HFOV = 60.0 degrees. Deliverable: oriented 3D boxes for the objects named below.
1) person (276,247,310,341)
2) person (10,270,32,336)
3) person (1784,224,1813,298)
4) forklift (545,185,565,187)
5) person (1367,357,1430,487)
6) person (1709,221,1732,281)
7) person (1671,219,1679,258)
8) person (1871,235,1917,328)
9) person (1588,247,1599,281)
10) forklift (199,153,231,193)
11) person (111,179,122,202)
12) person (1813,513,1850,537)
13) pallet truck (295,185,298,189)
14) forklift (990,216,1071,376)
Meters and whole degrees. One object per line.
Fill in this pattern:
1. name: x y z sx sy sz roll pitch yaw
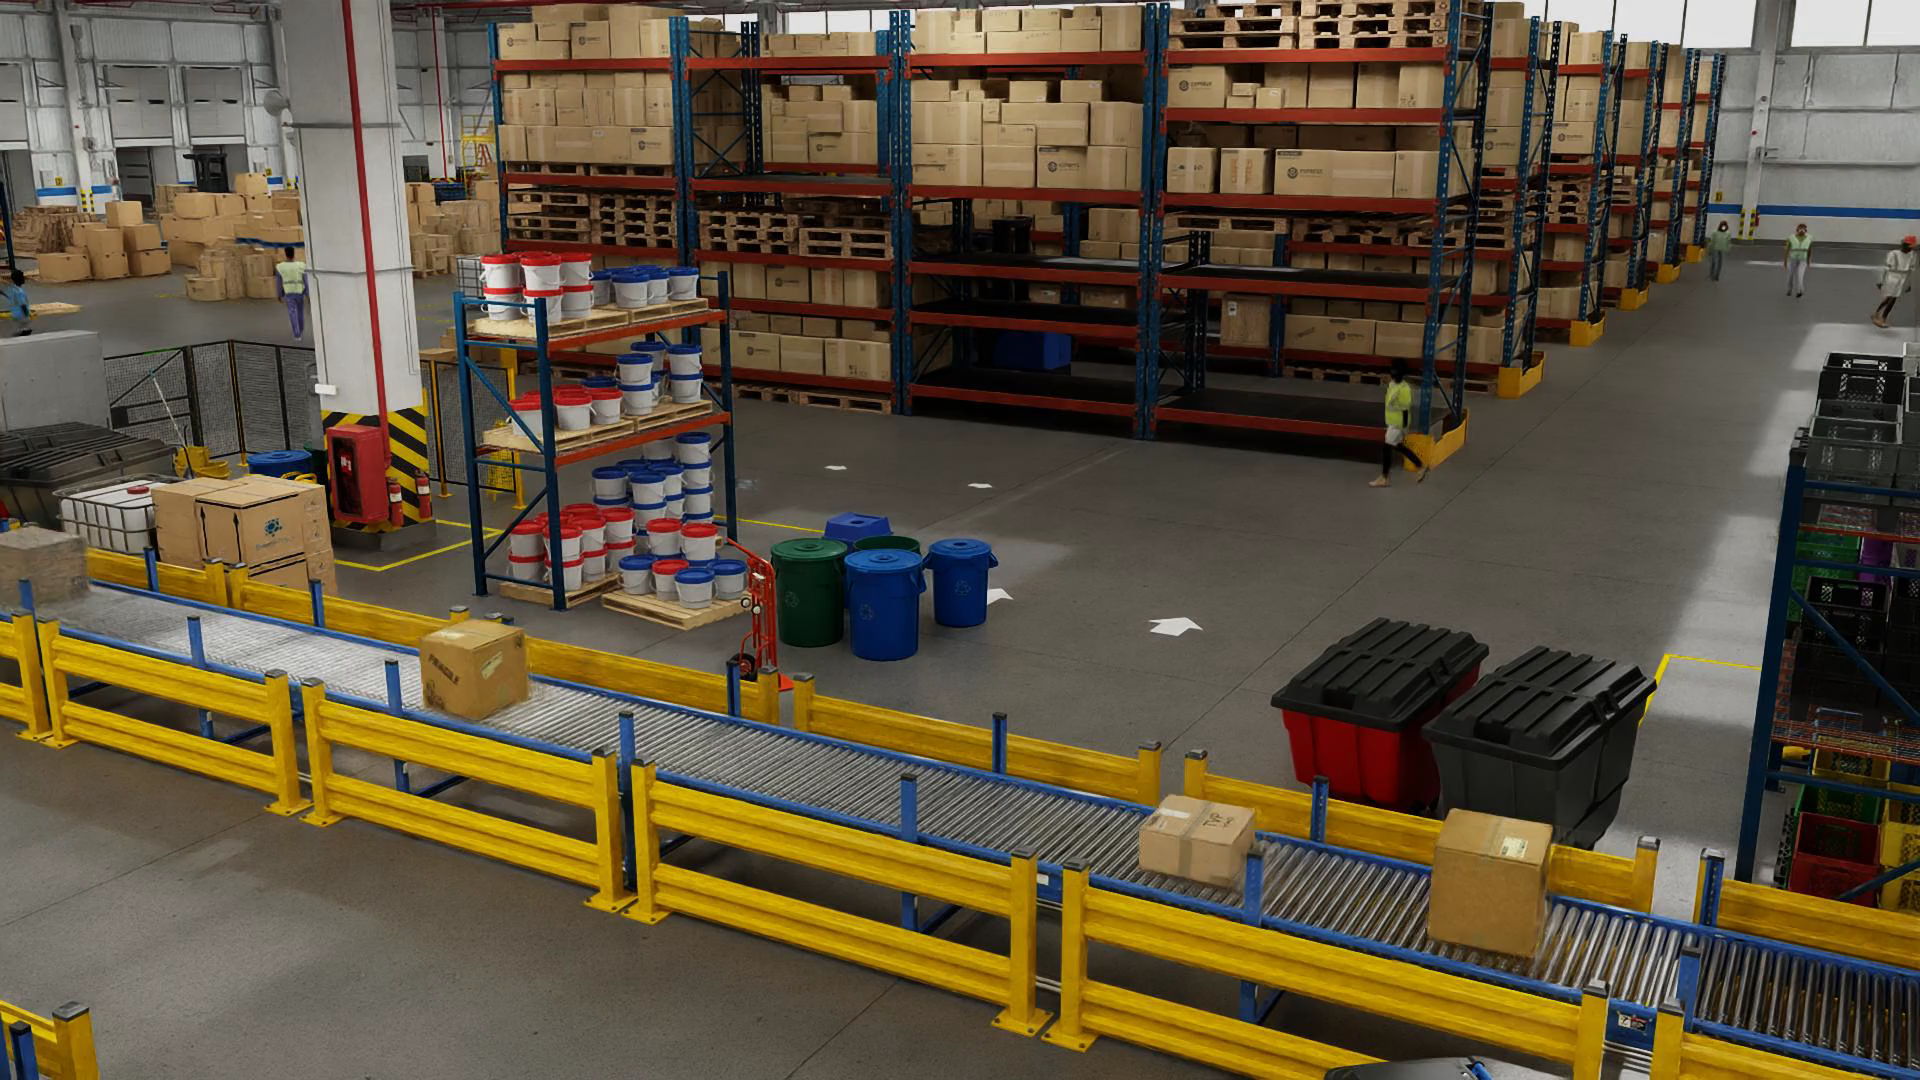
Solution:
1. person: -13.637 -5.048 34.013 0.614 1.862 0.987 -7 16 -24
2. person: -17.624 -4.224 31.255 0.379 1.684 0.556 -13 20 -41
3. person: 20.761 -6.927 41.229 0.599 1.790 1.001 5 16 18
4. forklift: -15.579 -13.559 64.071 1.873 2.768 1.129 6 16 22
5. person: 5.596 -1.491 21.012 0.769 1.672 0.526 0 15 0
6. person: 20.395 -7.746 44.610 0.513 1.614 0.545 4 15 13
7. person: 19.801 -8.425 46.612 0.593 1.920 0.391 14 21 43
8. person: 20.003 -5.510 35.481 0.628 1.999 0.547 -2 15 -9
9. person: 14.090 -5.817 37.410 0.460 1.601 0.519 -4 15 -14
10. forklift: -27.440 -12.865 61.464 1.873 2.768 1.129 8 17 28
11. person: -34.110 -13.799 67.423 0.527 1.592 0.849 6 16 21
12. person: 9.049 -0.433 17.041 0.554 1.662 0.781 -12 19 -39
13. pallet truck: -26.804 -14.617 69.738 1.885 1.965 0.823 -14 20 -42
14. forklift: 0.909 -4.165 28.757 1.873 2.768 1.129 8 17 28
